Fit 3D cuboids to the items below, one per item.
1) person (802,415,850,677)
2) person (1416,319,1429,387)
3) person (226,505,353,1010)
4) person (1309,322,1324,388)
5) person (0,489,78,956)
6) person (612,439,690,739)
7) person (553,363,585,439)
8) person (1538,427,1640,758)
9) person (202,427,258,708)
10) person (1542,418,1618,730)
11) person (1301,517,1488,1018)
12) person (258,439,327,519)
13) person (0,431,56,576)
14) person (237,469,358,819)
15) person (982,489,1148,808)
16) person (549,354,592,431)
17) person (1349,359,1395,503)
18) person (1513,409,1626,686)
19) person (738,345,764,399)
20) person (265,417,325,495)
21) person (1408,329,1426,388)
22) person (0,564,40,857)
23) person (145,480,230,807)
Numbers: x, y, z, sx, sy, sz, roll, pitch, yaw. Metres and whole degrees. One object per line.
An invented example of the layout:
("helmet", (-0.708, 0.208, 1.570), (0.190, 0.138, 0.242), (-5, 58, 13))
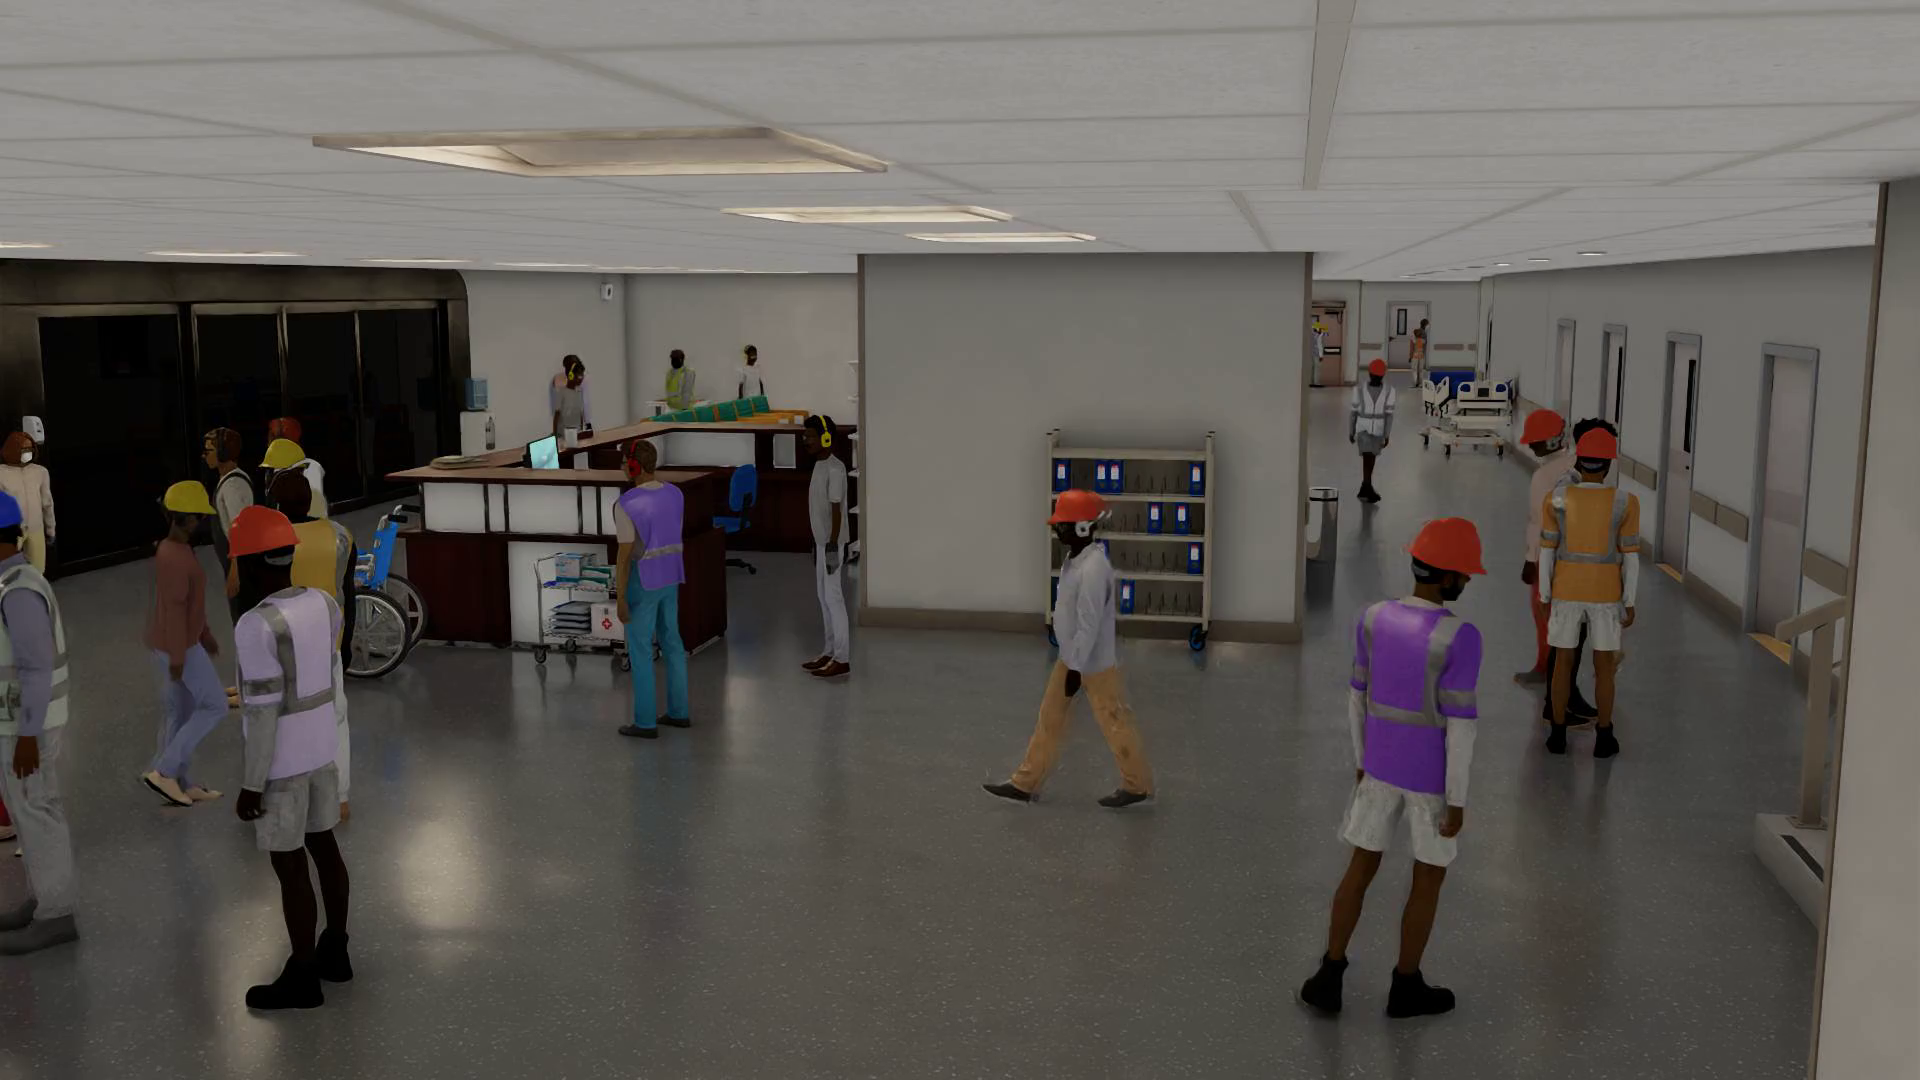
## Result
("person", (-0.953, 0.041, 11.829), (0.326, 1.858, 0.508), (-3, 9, -19))
("person", (12.946, -5.240, 46.650), (0.386, 1.927, 0.636), (2, 9, 14))
("person", (-2.585, 0.827, 6.360), (0.375, 1.931, 0.542), (2, 9, 11))
("person", (9.943, -5.154, 46.371), (0.404, 1.833, 0.590), (-3, 9, -21))
("person", (-3.921, 0.742, 6.915), (0.406, 1.945, 0.630), (-7, 11, -37))
("person", (-1.885, 0.299, 10.192), (0.381, 1.836, 0.566), (6, 10, 33))
("person", (-4.857, -1.256, 20.459), (0.507, 1.846, 0.563), (5, 10, 29))
("person", (3.691, 0.306, 9.790), (0.551, 1.934, 0.373), (4, 9, 24))
("person", (-4.757, 0.179, 10.931), (0.342, 1.845, 0.506), (-3, 9, -19))
("person", (3.873, 0.207, 10.409), (0.387, 1.954, 0.609), (6, 10, 35))
("person", (1.635, 0.866, 6.216), (0.630, 1.905, 0.606), (-7, 11, -38))
("person", (-4.105, 0.291, 10.235), (0.404, 1.831, 0.600), (0, 9, 1))
("person", (-7.442, -0.055, 13.231), (0.291, 1.627, 0.508), (5, 10, 30))
("person", (-3.366, 0.558, 8.445), (0.429, 1.844, 0.625), (7, 11, 37))
("person", (0.596, 0.585, 8.694), (0.887, 1.698, 0.588), (-2, 9, -11))
("person", (-5.392, -1.662, 23.177), (0.637, 1.840, 0.429), (3, 9, 21))
("person", (5.337, -1.425, 21.604), (0.540, 1.865, 1.023), (1, 9, 5))
("person", (4.102, 0.088, 11.241), (0.650, 1.943, 0.658), (8, 12, 44))
("person", (-3.470, -2.276, 27.262), (0.761, 1.838, 0.533), (5, 10, 28))
("person", (-4.591, 0.074, 11.571), (0.586, 1.868, 0.593), (2, 9, 14))
("person", (12.762, -5.068, 46.434), (0.514, 1.641, 0.309), (-3, 9, -22))
("person", (-4.648, 0.655, 8.065), (0.522, 1.763, 0.320), (3, 9, 19))
("person", (-4.072, 0.553, 8.798), (0.382, 1.746, 0.519), (-5, 10, -31))
